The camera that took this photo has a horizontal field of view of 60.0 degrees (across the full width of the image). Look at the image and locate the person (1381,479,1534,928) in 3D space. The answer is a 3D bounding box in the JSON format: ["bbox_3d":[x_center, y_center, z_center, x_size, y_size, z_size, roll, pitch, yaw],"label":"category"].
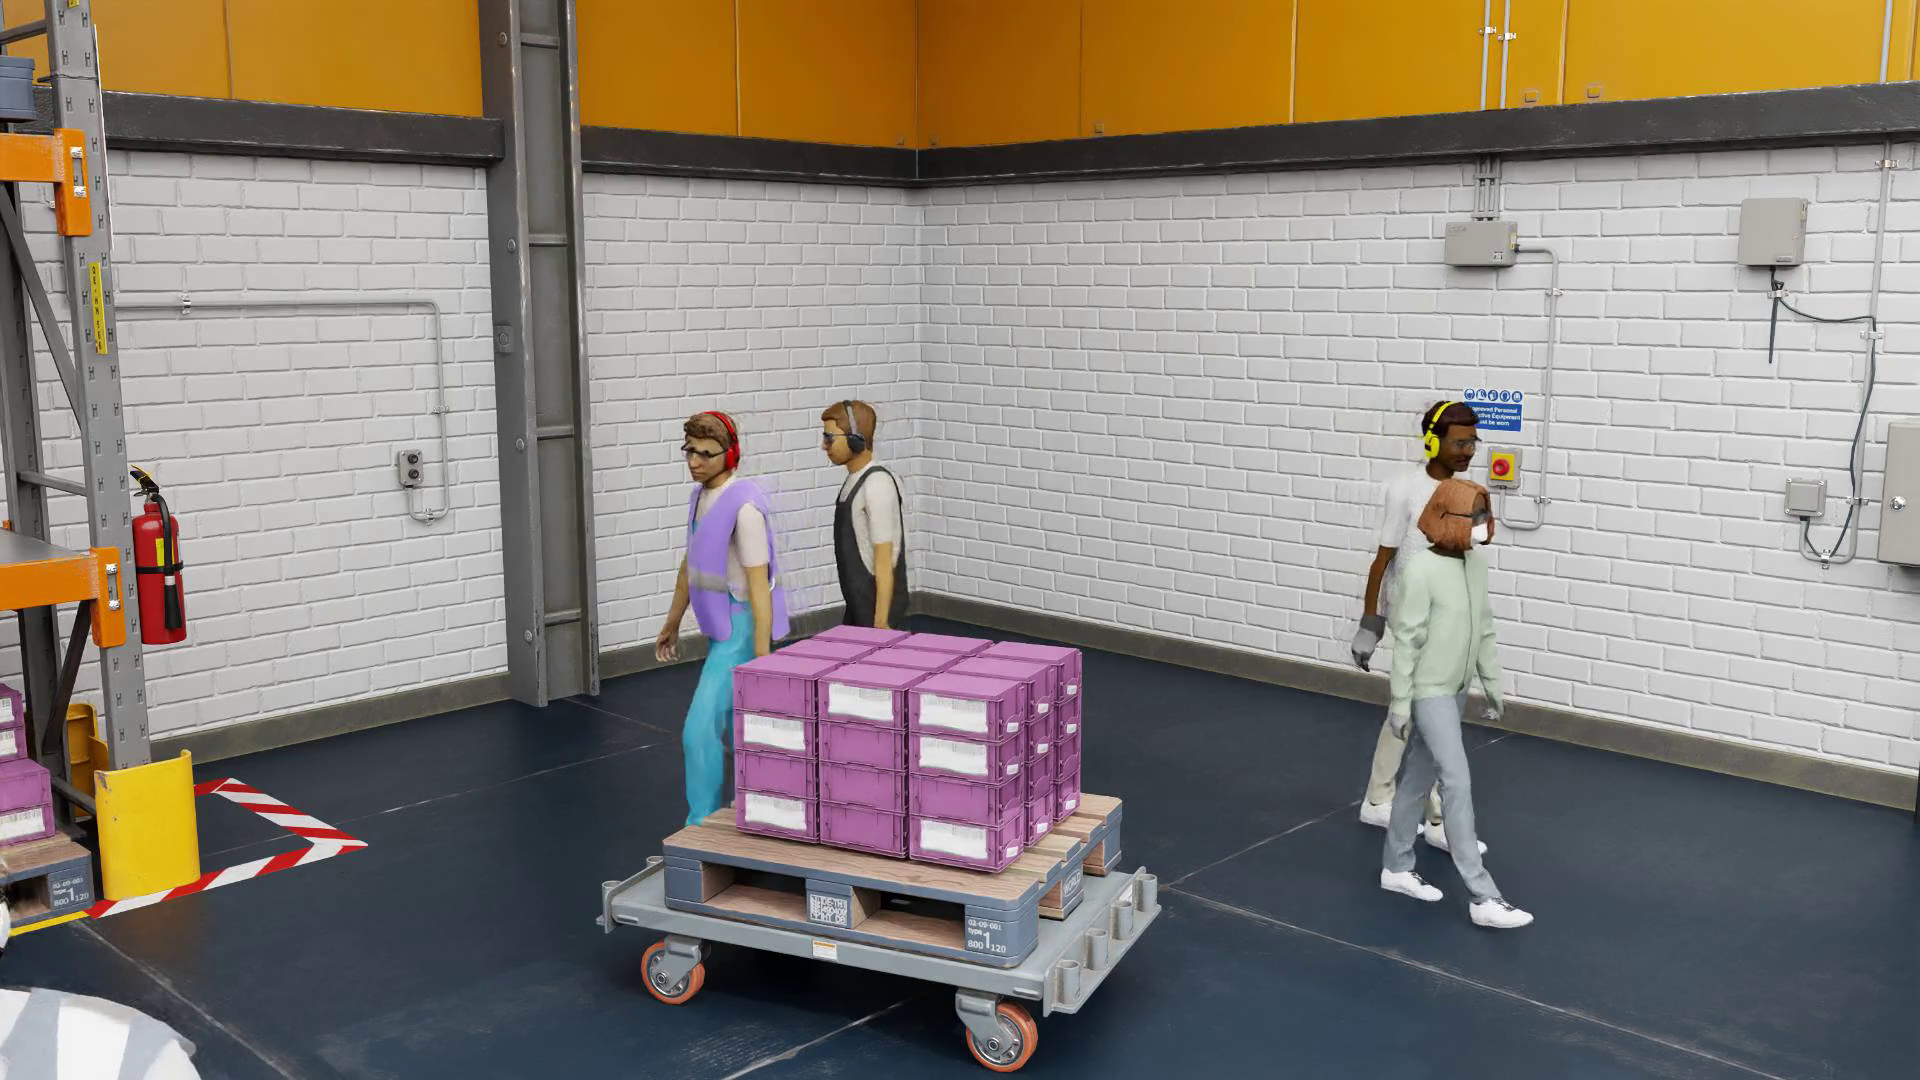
[{"bbox_3d":[1.854,0.586,6.021,0.752,1.600,0.523,9,13,43],"label":"person"}]

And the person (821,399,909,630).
[{"bbox_3d":[-0.306,0.304,7.142,0.696,1.819,0.545,-2,10,-13],"label":"person"}]

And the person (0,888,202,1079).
[{"bbox_3d":[-1.173,1.142,1.994,0.604,1.817,0.645,-2,10,-14],"label":"person"}]

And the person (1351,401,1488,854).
[{"bbox_3d":[1.951,0.355,6.746,0.577,1.834,0.778,-8,12,-40],"label":"person"}]

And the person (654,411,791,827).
[{"bbox_3d":[-1.021,0.398,6.559,0.719,1.814,0.671,-4,10,-22],"label":"person"}]
